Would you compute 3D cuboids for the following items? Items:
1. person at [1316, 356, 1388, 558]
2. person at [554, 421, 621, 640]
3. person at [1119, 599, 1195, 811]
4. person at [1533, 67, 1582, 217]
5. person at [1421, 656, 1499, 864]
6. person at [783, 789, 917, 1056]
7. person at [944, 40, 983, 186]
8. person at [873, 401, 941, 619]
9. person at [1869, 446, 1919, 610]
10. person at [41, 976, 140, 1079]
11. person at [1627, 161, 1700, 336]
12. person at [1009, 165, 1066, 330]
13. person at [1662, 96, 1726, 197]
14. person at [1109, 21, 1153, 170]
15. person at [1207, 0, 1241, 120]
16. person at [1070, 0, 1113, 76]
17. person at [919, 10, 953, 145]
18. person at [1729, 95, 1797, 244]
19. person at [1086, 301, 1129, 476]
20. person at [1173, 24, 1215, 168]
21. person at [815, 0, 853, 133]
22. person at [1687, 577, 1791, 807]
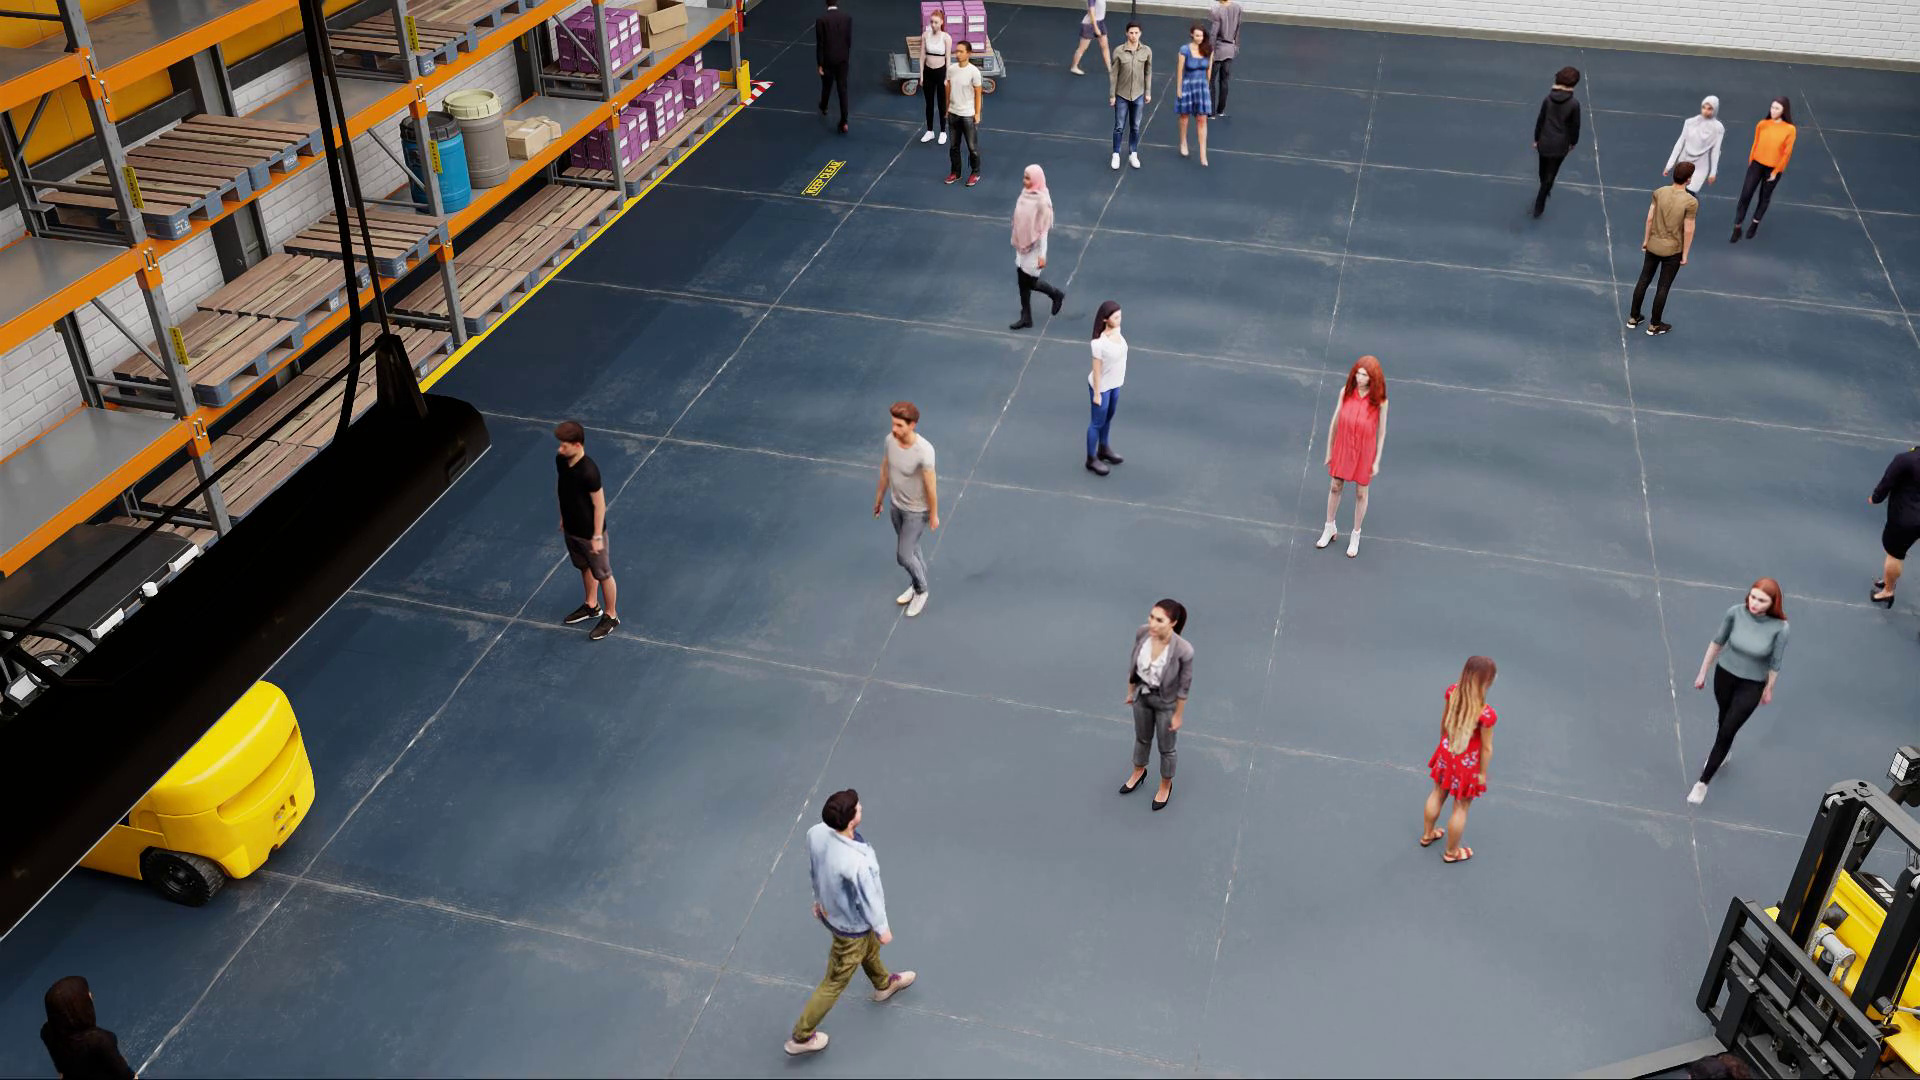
[{"bbox_3d":[3.266,-0.704,13.777,0.650,1.827,0.591,18,38,25],"label":"person"},{"bbox_3d":[-2.892,-0.113,12.857,0.768,1.861,0.761,28,42,35],"label":"person"},{"bbox_3d":[1.338,1.088,11.216,0.715,1.678,0.733,26,42,34],"label":"person"},{"bbox_3d":[7.098,-4.727,19.915,0.877,1.732,1.151,21,39,28],"label":"person"},{"bbox_3d":[3.250,1.415,10.801,0.715,1.592,0.659,-19,38,-26],"label":"person"},{"bbox_3d":[-0.711,2.206,9.447,1.242,1.773,1.179,-18,38,-25],"label":"person"},{"bbox_3d":[0.062,-5.352,20.783,0.723,1.812,0.759,17,37,24],"label":"person"},{"bbox_3d":[-0.334,-0.304,13.127,0.837,1.879,0.808,-26,42,-34],"label":"person"},{"bbox_3d":[7.511,-0.158,13.109,0.797,1.656,0.815,-3,34,-5],"label":"person"},{"bbox_3d":[-4.456,2.910,8.519,0.589,1.628,0.552,9,35,13],"label":"person"},{"bbox_3d":[7.319,-3.045,17.276,0.771,1.852,0.749,-24,40,-31],"label":"person"},{"bbox_3d":[0.825,-3.045,17.330,1.000,1.792,0.928,-19,38,-26],"label":"person"},{"bbox_3d":[8.509,-4.282,19.253,1.232,1.723,1.068,-25,41,-32],"label":"person"},{"bbox_3d":[2.173,-5.697,21.255,0.777,1.864,0.722,-4,34,-6],"label":"person"},{"bbox_3d":[3.594,-6.722,22.825,0.753,1.834,0.830,-11,35,-16],"label":"person"},{"bbox_3d":[1.889,-7.535,24.332,0.812,1.519,1.004,18,38,25],"label":"person"},{"bbox_3d":[-0.317,-6.133,22.024,0.596,1.740,0.539,11,35,16],"label":"person"},{"bbox_3d":[9.394,-4.324,19.315,0.826,1.725,0.968,26,41,33],"label":"person"},{"bbox_3d":[1.288,-1.379,14.924,0.709,1.681,0.549,18,37,24],"label":"person"},{"bbox_3d":[2.976,-5.755,21.438,0.923,1.759,1.172,-5,34,-7],"label":"person"},{"bbox_3d":[-1.636,-6.383,22.365,1.173,1.778,1.328,-13,36,-19],"label":"person"},{"bbox_3d":[5.372,0.948,11.400,1.100,1.707,0.924,-29,43,-36],"label":"person"}]
